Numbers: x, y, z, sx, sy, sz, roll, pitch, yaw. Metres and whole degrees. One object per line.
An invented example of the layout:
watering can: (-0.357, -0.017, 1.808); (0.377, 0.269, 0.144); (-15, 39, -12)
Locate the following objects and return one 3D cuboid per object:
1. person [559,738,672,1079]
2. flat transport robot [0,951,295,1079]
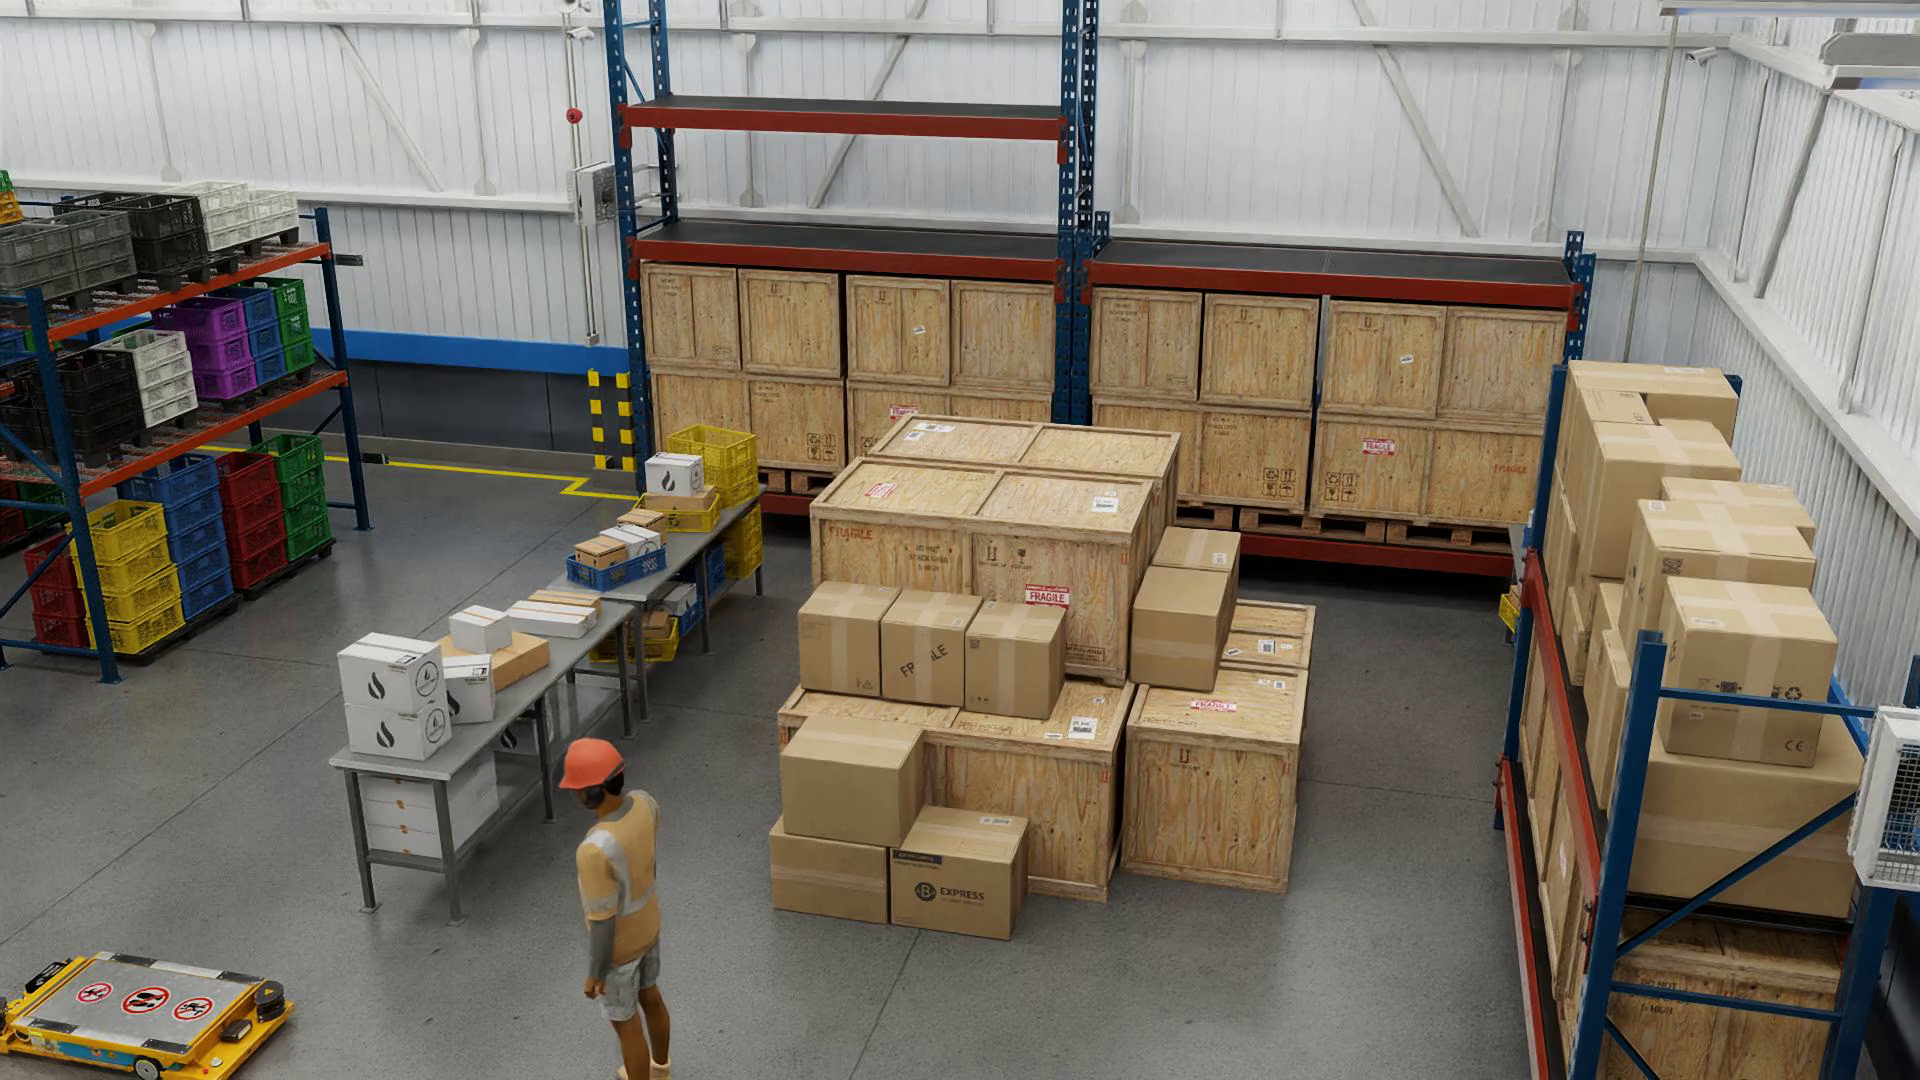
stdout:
person: (-1.598, 1.838, 7.754); (0.392, 2.044, 0.607); (6, 22, 14)
flat transport robot: (-4.270, 2.464, 8.601); (1.431, 0.231, 0.659); (5, 22, 13)
